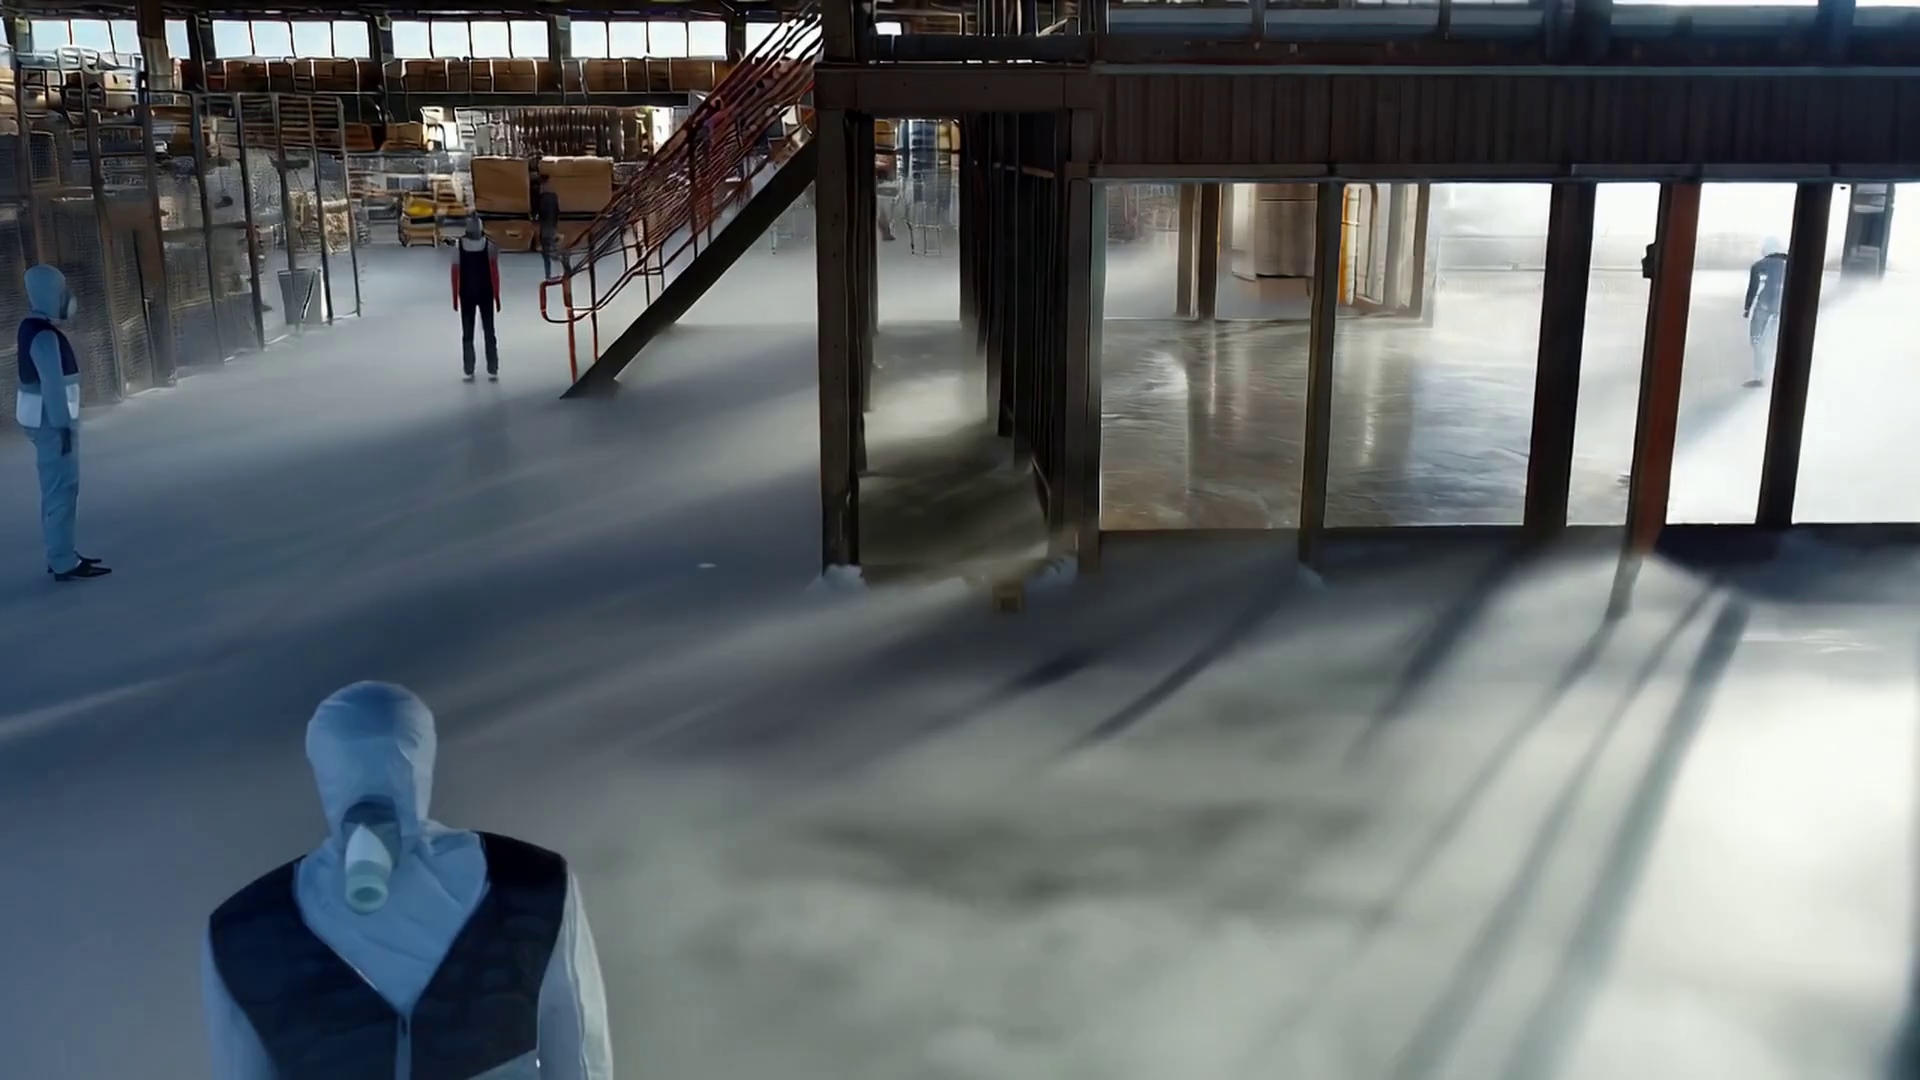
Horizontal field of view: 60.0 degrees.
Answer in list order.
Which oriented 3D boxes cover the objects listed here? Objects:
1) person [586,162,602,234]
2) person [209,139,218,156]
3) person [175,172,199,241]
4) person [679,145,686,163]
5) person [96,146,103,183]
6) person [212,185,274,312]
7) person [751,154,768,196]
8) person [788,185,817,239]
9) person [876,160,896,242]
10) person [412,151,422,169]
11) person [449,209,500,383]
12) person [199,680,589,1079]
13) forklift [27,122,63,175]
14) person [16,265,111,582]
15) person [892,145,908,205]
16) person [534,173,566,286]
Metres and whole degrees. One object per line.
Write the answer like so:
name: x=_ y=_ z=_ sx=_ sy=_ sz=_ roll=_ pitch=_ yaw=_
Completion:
person: x=-9.146 y=-8.654 z=42.121 sx=0.881 sy=1.790 sz=0.628 roll=-3 pitch=14 yaw=-13
person: x=-38.884 y=-19.860 z=86.557 sx=0.660 sy=1.955 sz=0.926 roll=-9 pitch=17 yaw=-32
person: x=-18.331 y=-7.907 z=39.507 sx=0.523 sy=1.610 sz=0.645 roll=11 pitch=17 yaw=36
person: x=-14.148 y=-19.354 z=84.820 sx=0.483 sy=1.826 sz=0.592 roll=0 pitch=14 yaw=0
person: x=-28.983 y=-12.241 z=55.943 sx=0.357 sy=2.047 sz=0.615 roll=-12 pitch=18 yaw=-39
person: x=-10.501 y=-4.133 z=23.886 sx=1.012 sy=1.883 sz=0.563 roll=-8 pitch=16 yaw=-28
person: x=-5.813 y=-10.213 z=48.197 sx=0.550 sy=1.878 sz=1.046 roll=1 pitch=14 yaw=3
person: x=-3.809 y=-8.163 z=40.291 sx=0.650 sy=1.722 sz=0.496 roll=0 pitch=14 yaw=0
person: x=-2.083 y=-8.004 z=39.249 sx=1.053 sy=1.944 sz=0.628 roll=1 pitch=14 yaw=4
person: x=-23.754 y=-16.326 z=72.750 sx=0.419 sy=1.811 sz=0.668 roll=0 pitch=14 yaw=-1
person: x=-5.203 y=-2.617 z=17.890 sx=0.508 sy=1.847 sz=0.345 roll=-4 pitch=14 yaw=-14
person: x=-0.910 y=1.129 z=2.801 sx=0.584 sy=1.911 sz=0.392 roll=-6 pitch=15 yaw=-21
forklift: x=-35.376 y=-14.773 z=64.377 sx=1.129 sy=2.768 sz=1.873 roll=-1 pitch=14 yaw=-2
person: x=-5.499 y=-0.699 z=10.085 sx=0.373 sy=1.914 sz=0.596 roll=-10 pitch=17 yaw=-34
person: x=-2.041 y=-12.563 z=57.270 sx=0.619 sy=2.027 sz=0.488 roll=2 pitch=14 yaw=7
person: x=-7.050 y=-5.303 z=28.456 sx=0.423 sy=1.927 sz=0.563 roll=5 pitch=15 yaw=19
